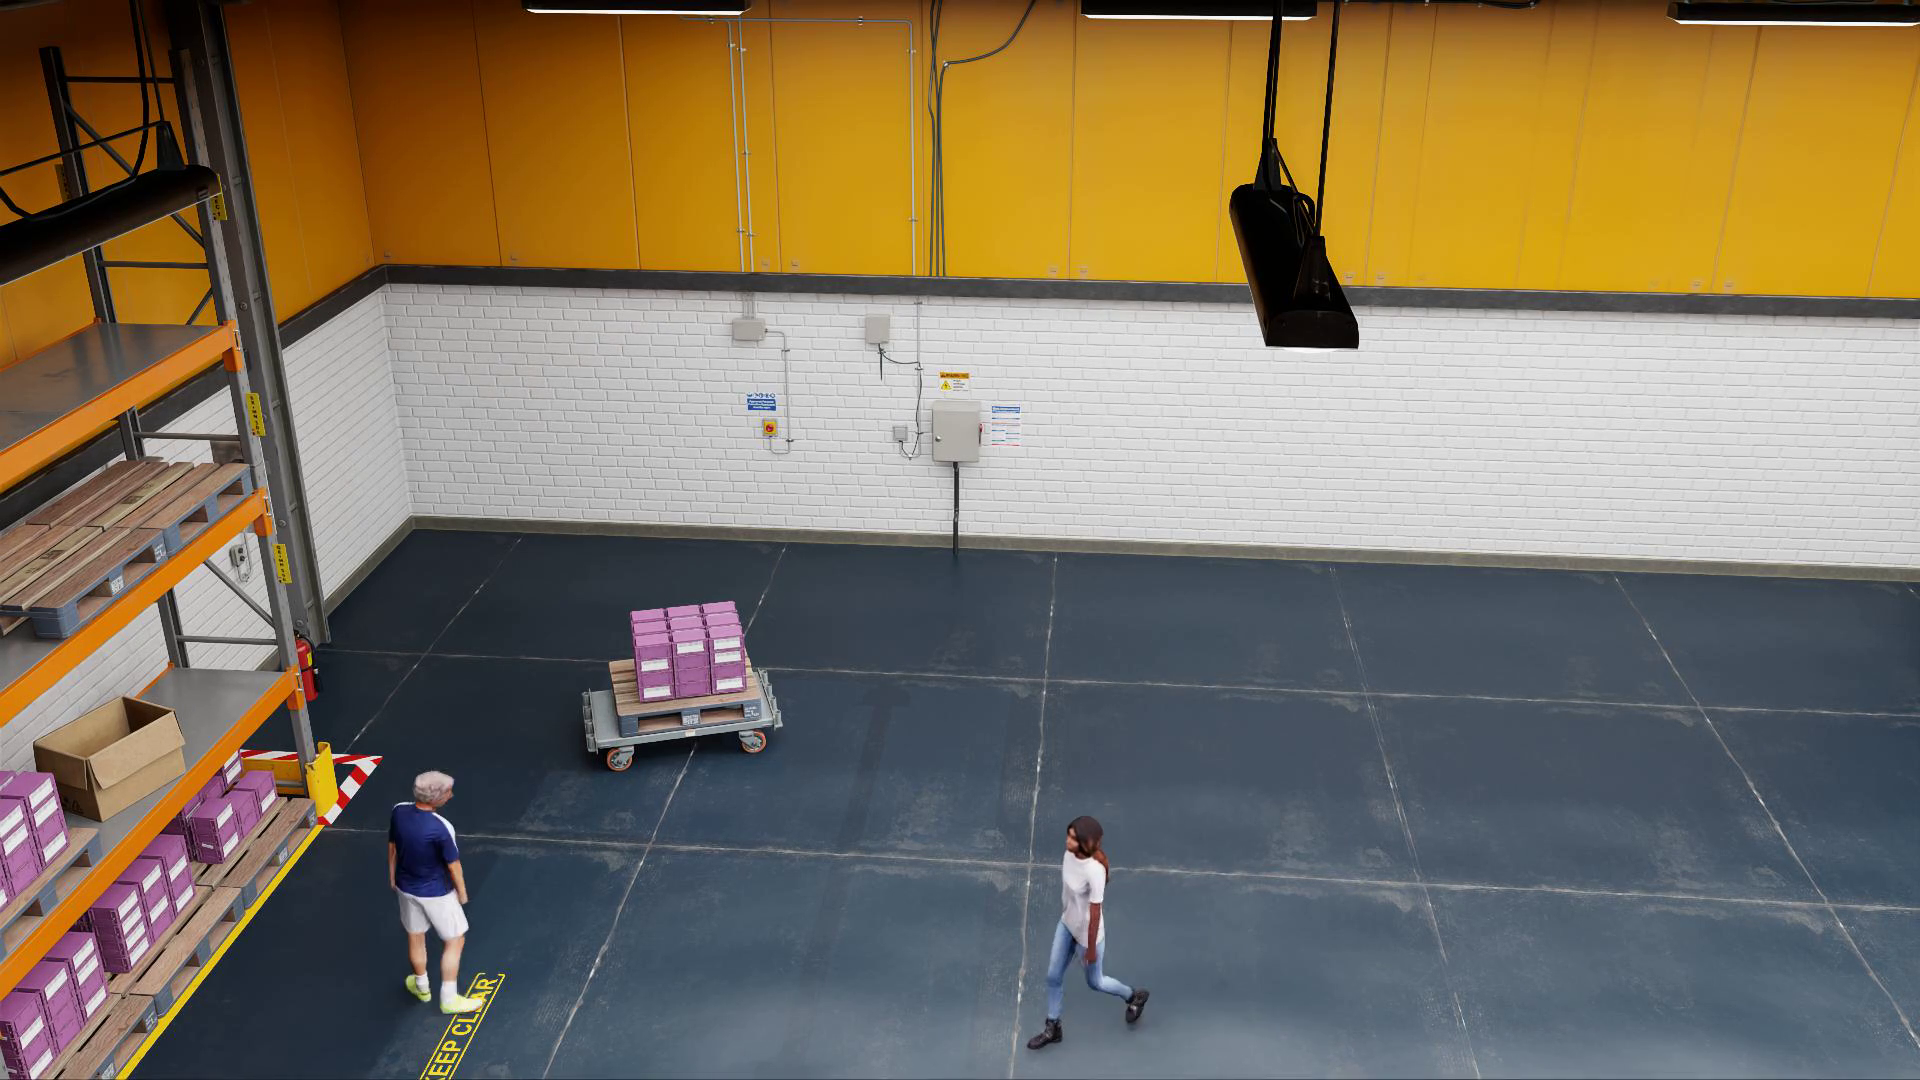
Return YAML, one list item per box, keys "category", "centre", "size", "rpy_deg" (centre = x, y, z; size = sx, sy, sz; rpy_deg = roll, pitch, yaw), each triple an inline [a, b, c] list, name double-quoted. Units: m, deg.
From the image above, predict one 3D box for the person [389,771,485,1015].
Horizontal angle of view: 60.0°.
- category: "person"
  centre: [-3.599, 2.319, 11.056]
  size: [0.870, 1.795, 0.662]
  rpy_deg: [2, 24, 4]

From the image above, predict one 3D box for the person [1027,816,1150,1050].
- category: "person"
  centre: [0.862, 2.524, 10.718]
  size: [1.020, 1.690, 1.102]
  rpy_deg: [-12, 26, -25]
